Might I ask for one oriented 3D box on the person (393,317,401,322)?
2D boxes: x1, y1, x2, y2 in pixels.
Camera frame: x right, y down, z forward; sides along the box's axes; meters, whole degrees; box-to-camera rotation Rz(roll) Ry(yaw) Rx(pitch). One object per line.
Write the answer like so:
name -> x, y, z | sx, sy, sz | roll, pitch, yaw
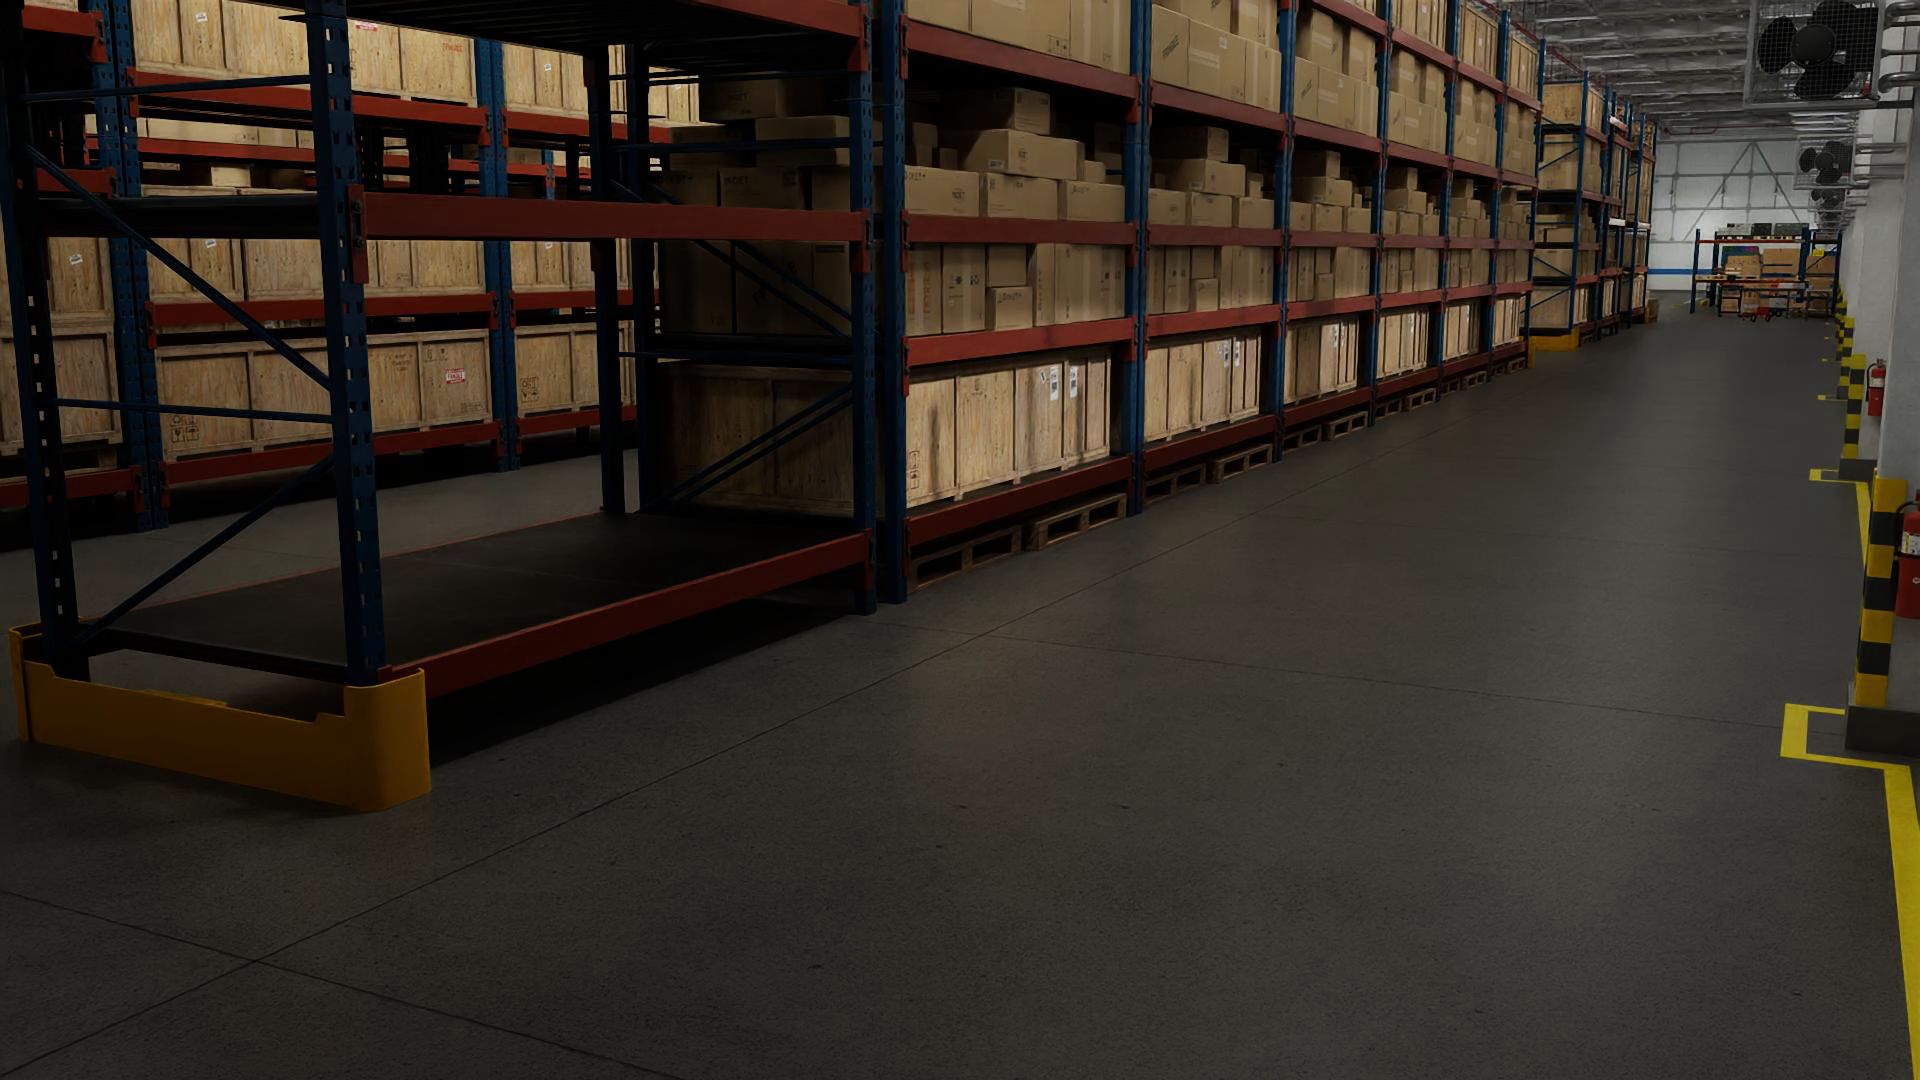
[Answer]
person -> -10.472, -3.930, 30.685 | 0.315, 1.640, 0.515 | -4, 11, -23
